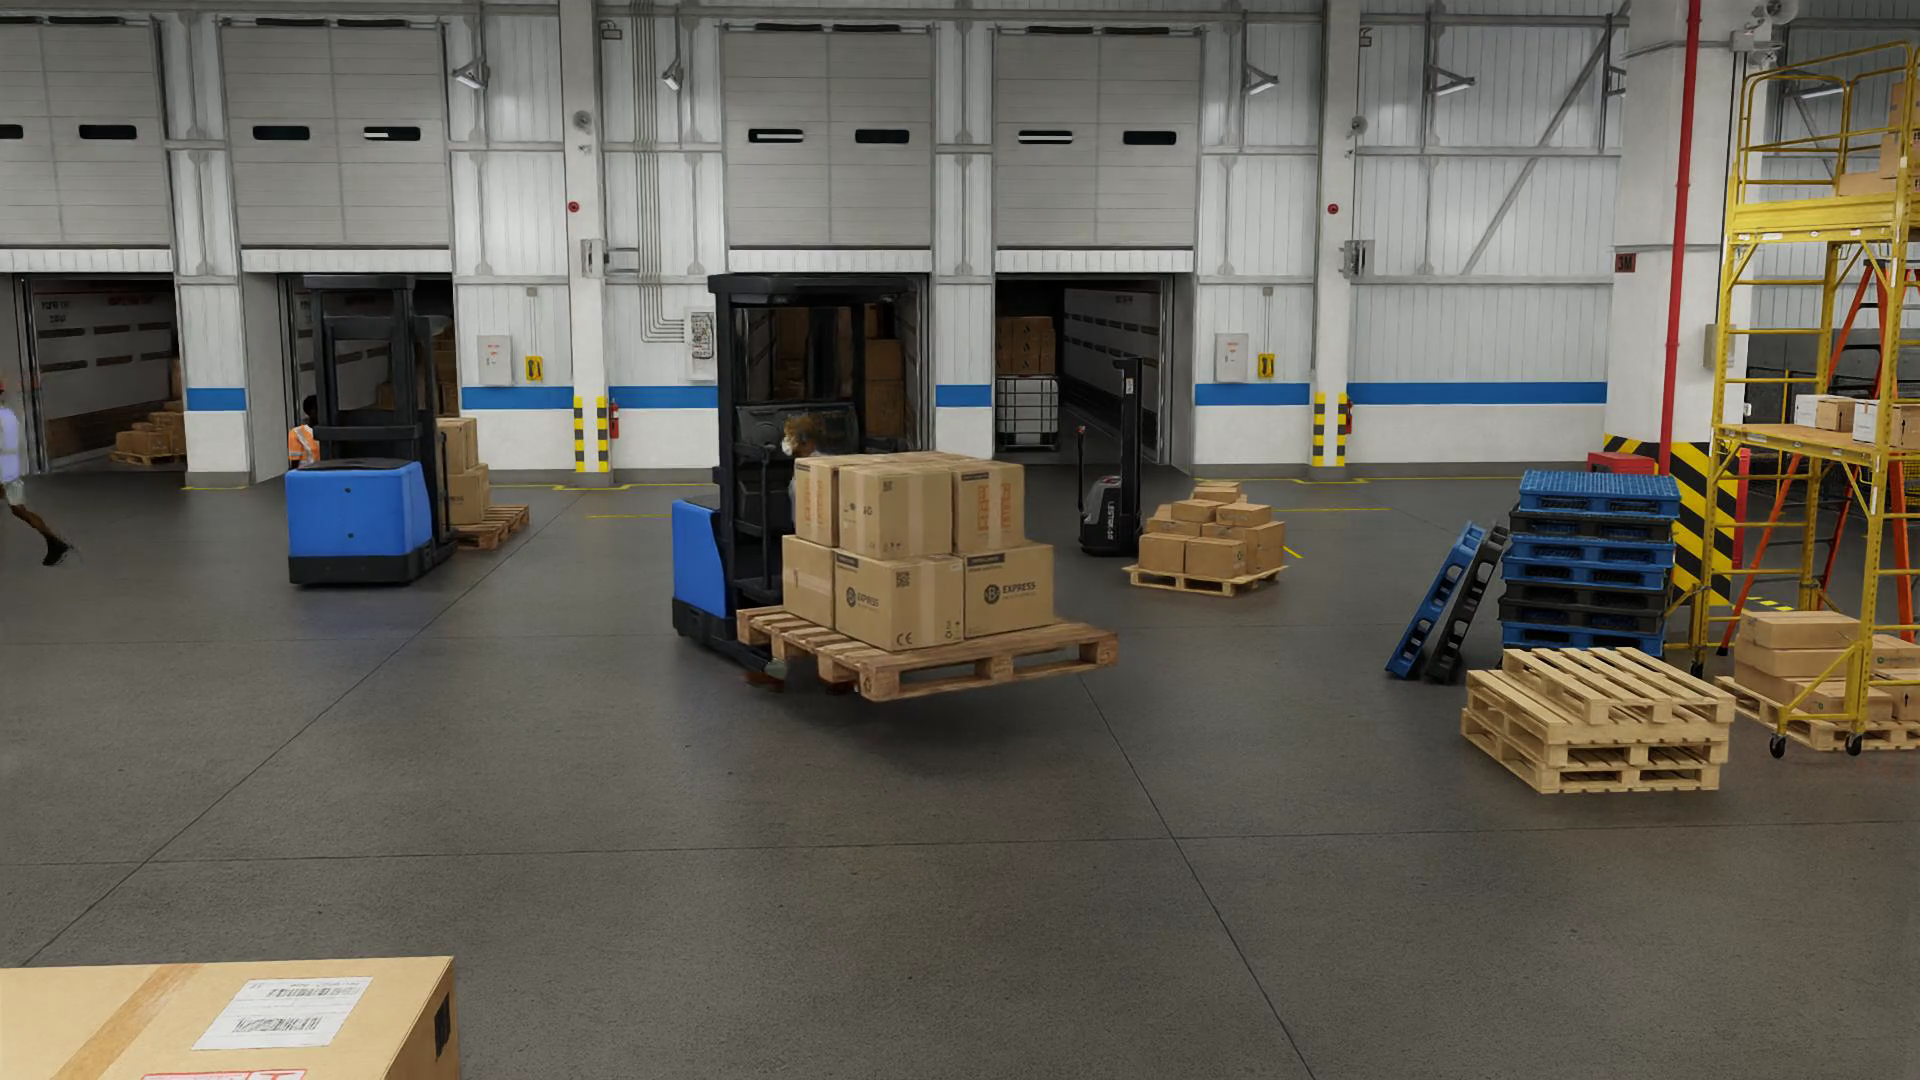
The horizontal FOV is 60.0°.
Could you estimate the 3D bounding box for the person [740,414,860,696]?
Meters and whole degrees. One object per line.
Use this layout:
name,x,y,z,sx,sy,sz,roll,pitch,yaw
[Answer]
person,-1.053,0.113,11.114,0.957,1.884,0.760,-1,9,-8

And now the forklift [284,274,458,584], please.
forklift,-5.548,-1.087,15.570,1.129,2.768,1.873,-1,9,-4

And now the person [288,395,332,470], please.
person,-6.099,-0.535,15.805,0.318,1.699,0.535,9,13,44

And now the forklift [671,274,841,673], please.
forklift,-1.353,-0.572,12.340,1.129,2.768,1.873,-6,11,-31

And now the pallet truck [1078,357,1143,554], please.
pallet truck,2.088,-0.836,16.757,1.885,1.965,0.823,2,9,13

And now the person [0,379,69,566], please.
person,-9.137,-0.657,15.978,0.931,1.906,0.547,0,9,1
